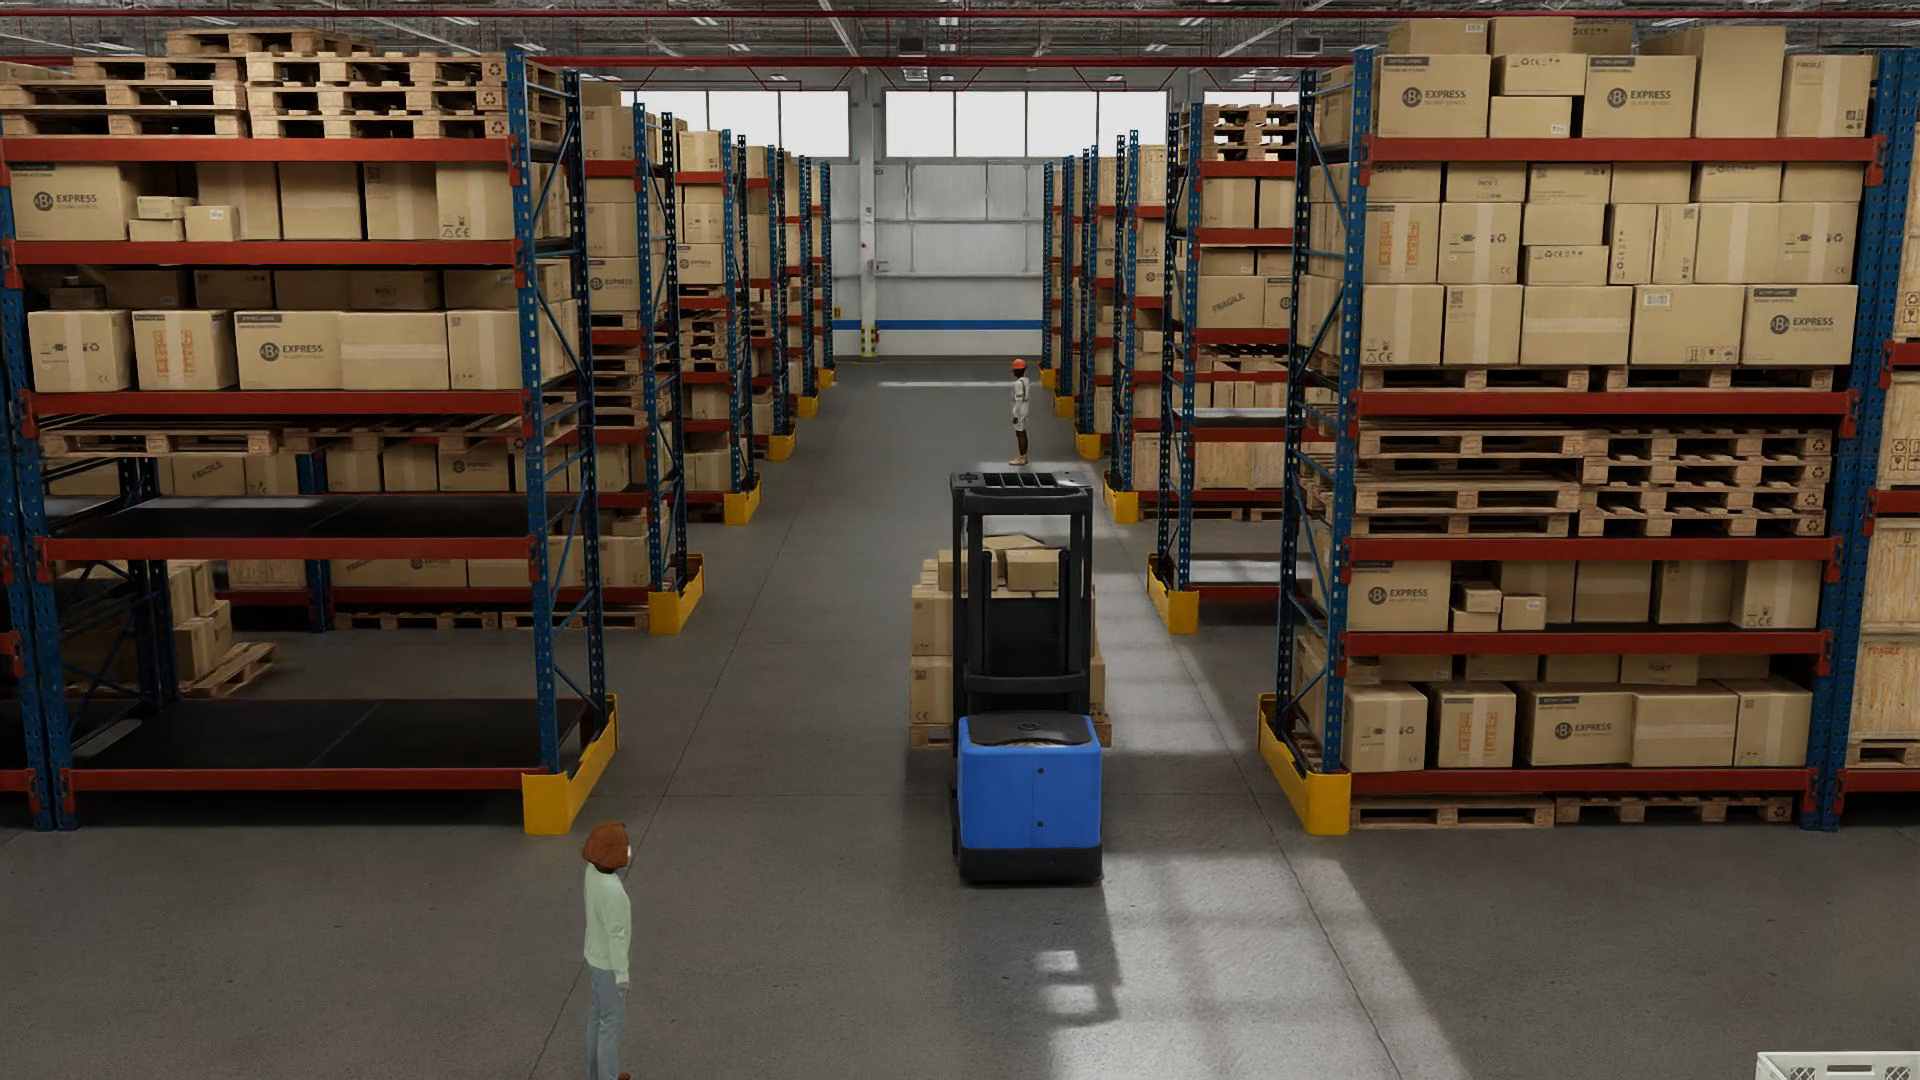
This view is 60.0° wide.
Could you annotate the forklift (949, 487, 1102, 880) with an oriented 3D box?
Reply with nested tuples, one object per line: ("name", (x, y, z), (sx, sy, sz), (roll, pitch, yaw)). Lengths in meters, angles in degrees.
("forklift", (0.495, 0.986, 12.813), (1.129, 2.768, 1.873), (0, 11, -2))

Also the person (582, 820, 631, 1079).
("person", (-1.938, 2.336, 9.224), (0.274, 1.632, 0.503), (-6, 13, -26))

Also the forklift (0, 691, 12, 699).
("forklift", (-10.362, 0.193, 16.744), (1.873, 2.768, 1.129), (0, 11, -1))

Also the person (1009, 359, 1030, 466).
("person", (1.129, -2.450, 31.925), (0.378, 2.041, 0.616), (4, 12, 17))
